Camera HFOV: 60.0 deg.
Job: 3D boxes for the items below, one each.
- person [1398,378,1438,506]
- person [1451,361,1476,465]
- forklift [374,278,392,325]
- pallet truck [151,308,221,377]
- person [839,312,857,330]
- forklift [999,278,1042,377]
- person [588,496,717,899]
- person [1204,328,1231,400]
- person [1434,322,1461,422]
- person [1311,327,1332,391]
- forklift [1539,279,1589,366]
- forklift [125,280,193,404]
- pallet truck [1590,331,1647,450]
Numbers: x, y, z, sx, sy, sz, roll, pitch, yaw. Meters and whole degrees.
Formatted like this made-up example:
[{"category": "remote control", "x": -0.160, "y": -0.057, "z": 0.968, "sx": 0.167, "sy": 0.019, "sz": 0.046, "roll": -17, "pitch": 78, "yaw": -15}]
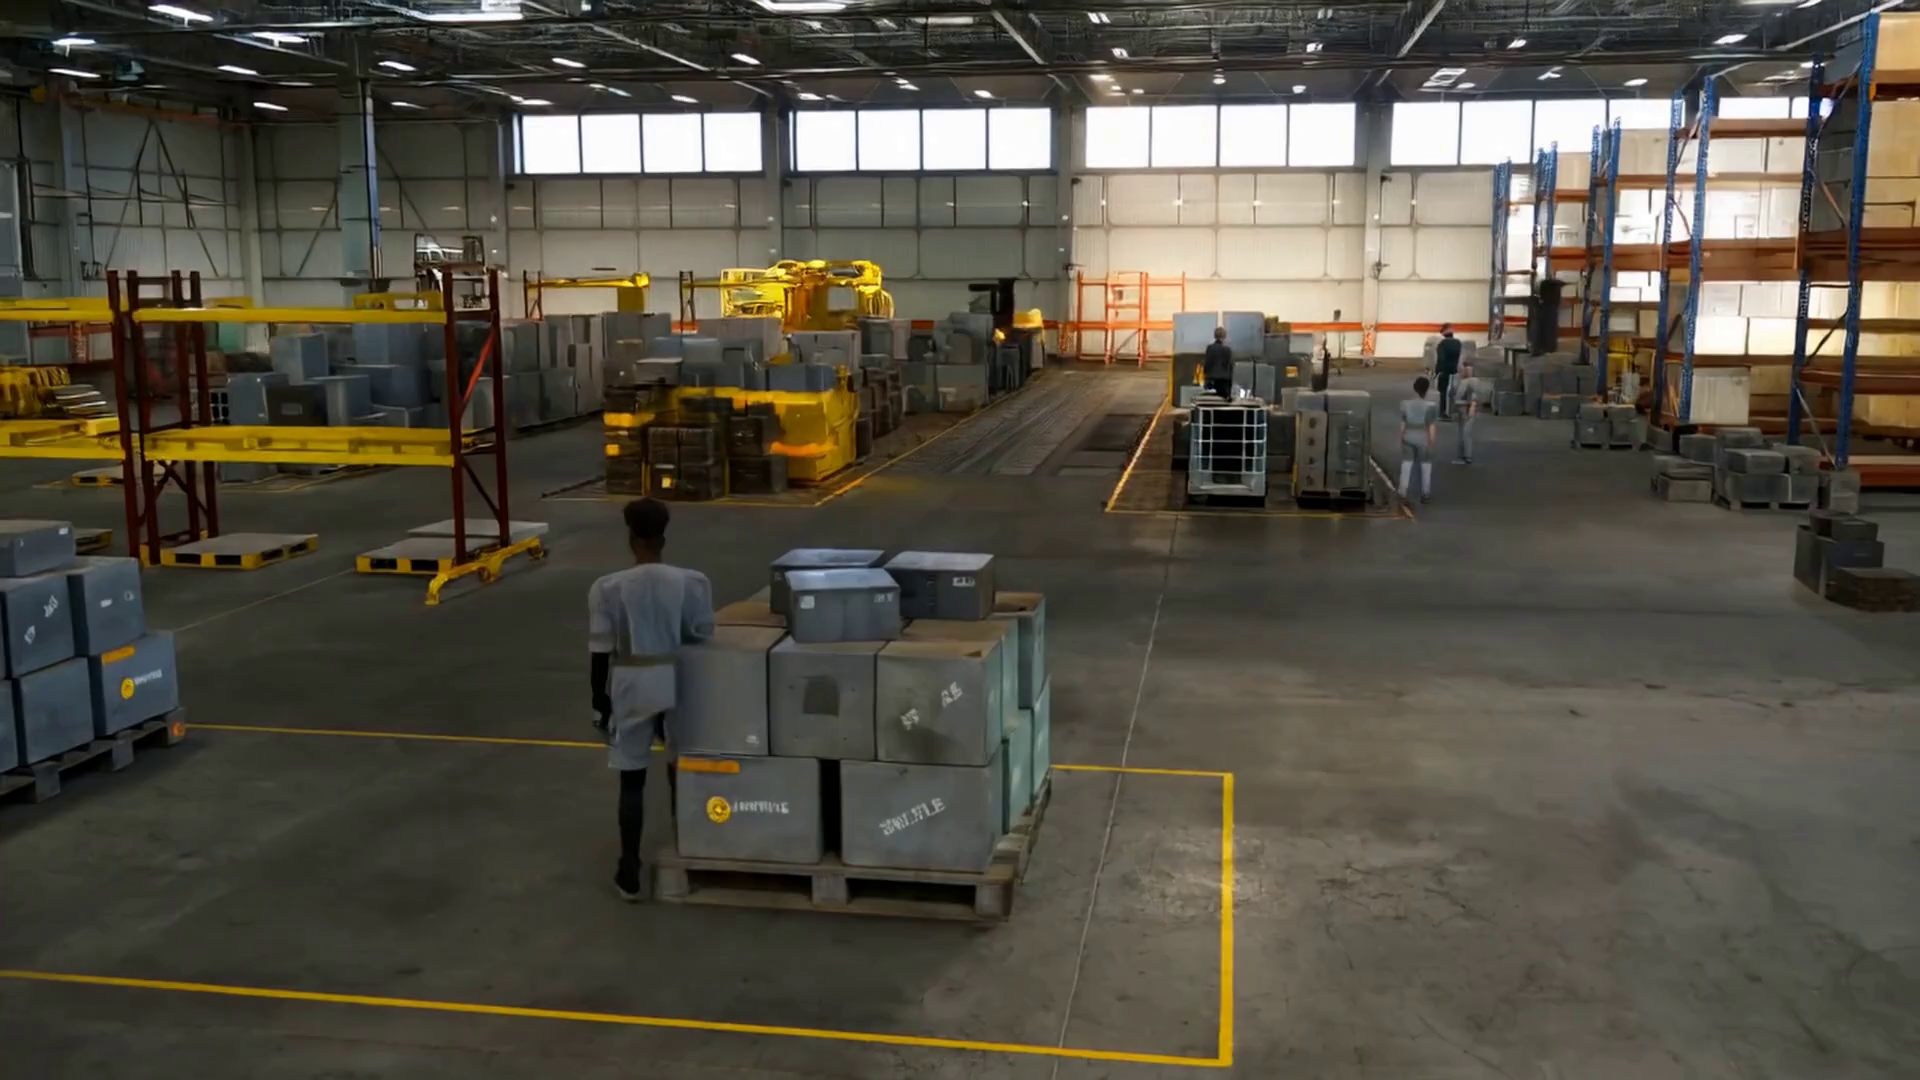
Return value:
[{"category": "person", "x": 5.914, "y": -1.270, "z": 21.538, "sx": 0.534, "sy": 1.650, "sz": 0.891, "roll": 5, "pitch": 11, "yaw": 30}, {"category": "person", "x": 7.903, "y": -1.992, "z": 26.048, "sx": 0.320, "sy": 1.631, "sz": 0.525, "roll": 0, "pitch": 9, "yaw": 1}, {"category": "forklift", "x": -15.152, "y": -5.494, "z": 43.797, "sx": 1.873, "sy": 2.768, "sz": 1.129, "roll": -3, "pitch": 10, "yaw": -17}, {"category": "pallet truck", "x": -21.869, "y": -5.598, "z": 47.154, "sx": 0.823, "sy": 1.965, "sz": 1.885, "roll": 4, "pitch": 10, "yaw": 26}, {"category": "person", "x": -2.946, "y": -5.092, "z": 44.237, "sx": 0.370, "sy": 1.934, "sz": 0.627, "roll": 8, "pitch": 12, "yaw": 42}, {"category": "forklift", "x": 1.321, "y": -5.934, "z": 46.514, "sx": 1.873, "sy": 2.768, "sz": 1.129, "roll": 1, "pitch": 9, "yaw": 9}, {"category": "person", "x": -1.490, "y": 0.760, "z": 8.101, "sx": 0.618, "sy": 1.954, "sz": 0.488, "roll": -3, "pitch": 10, "yaw": -15}, {"category": "person", "x": 4.940, "y": -3.089, "z": 31.896, "sx": 0.366, "sy": 1.931, "sz": 0.630, "roll": -7, "pitch": 12, "yaw": -38}, {"category": "person", "x": 9.748, "y": -3.354, "z": 33.319, "sx": 0.608, "sy": 1.996, "sz": 0.381, "roll": -5, "pitch": 11, "yaw": -30}, {"category": "person", "x": 7.144, "y": -3.255, "z": 32.967, "sx": 0.390, "sy": 1.914, "sz": 0.587, "roll": -2, "pitch": 10, "yaw": -14}, {"category": "forklift", "x": 13.378, "y": -4.524, "z": 37.818, "sx": 1.873, "sy": 2.768, "sz": 1.129, "roll": 1, "pitch": 9, "yaw": 9}, {"category": "forklift", "x": -18.397, "y": -4.544, "z": 37.940, "sx": 1.129, "sy": 2.768, "sz": 1.873, "roll": -1, "pitch": 9, "yaw": -8}, {"category": "pallet truck", "x": 11.253, "y": -2.573, "z": 28.499, "sx": 0.823, "sy": 1.965, "sz": 1.885, "roll": 5, "pitch": 10, "yaw": 27}]
